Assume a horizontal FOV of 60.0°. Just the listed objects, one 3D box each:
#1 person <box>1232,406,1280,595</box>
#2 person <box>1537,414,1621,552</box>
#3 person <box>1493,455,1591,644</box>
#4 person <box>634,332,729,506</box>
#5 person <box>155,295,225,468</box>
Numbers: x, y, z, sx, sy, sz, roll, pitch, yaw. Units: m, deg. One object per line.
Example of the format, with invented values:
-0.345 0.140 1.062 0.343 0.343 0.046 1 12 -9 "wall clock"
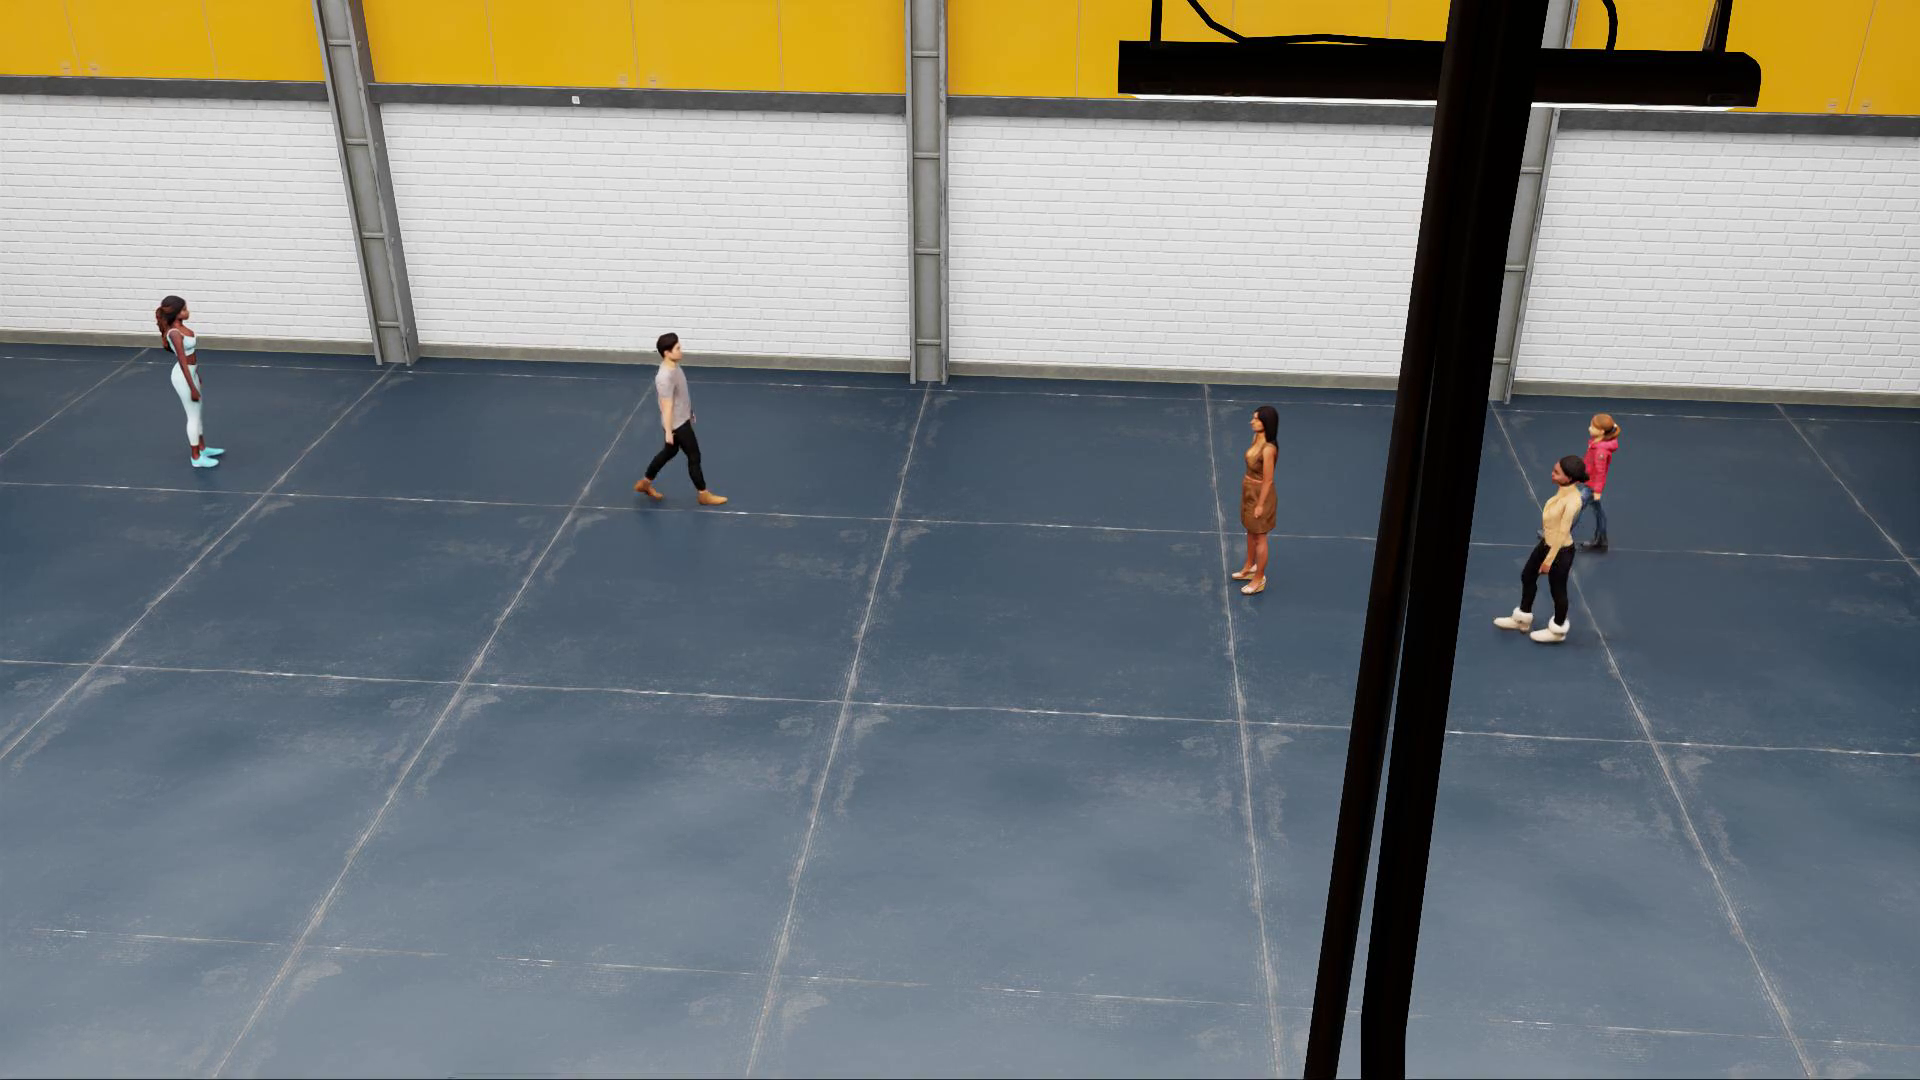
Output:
2.486 -0.346 13.846 0.576 1.690 0.603 -4 29 -7 "person"
5.597 -0.478 14.504 0.888 1.291 0.647 8 30 15 "person"
4.783 0.086 13.099 0.787 1.647 0.629 3 29 6 "person"
-2.679 -1.090 15.208 1.138 1.692 0.720 -1 29 -3 "person"
-7.428 -1.534 15.990 0.650 1.723 0.644 -9 30 -16 "person"
